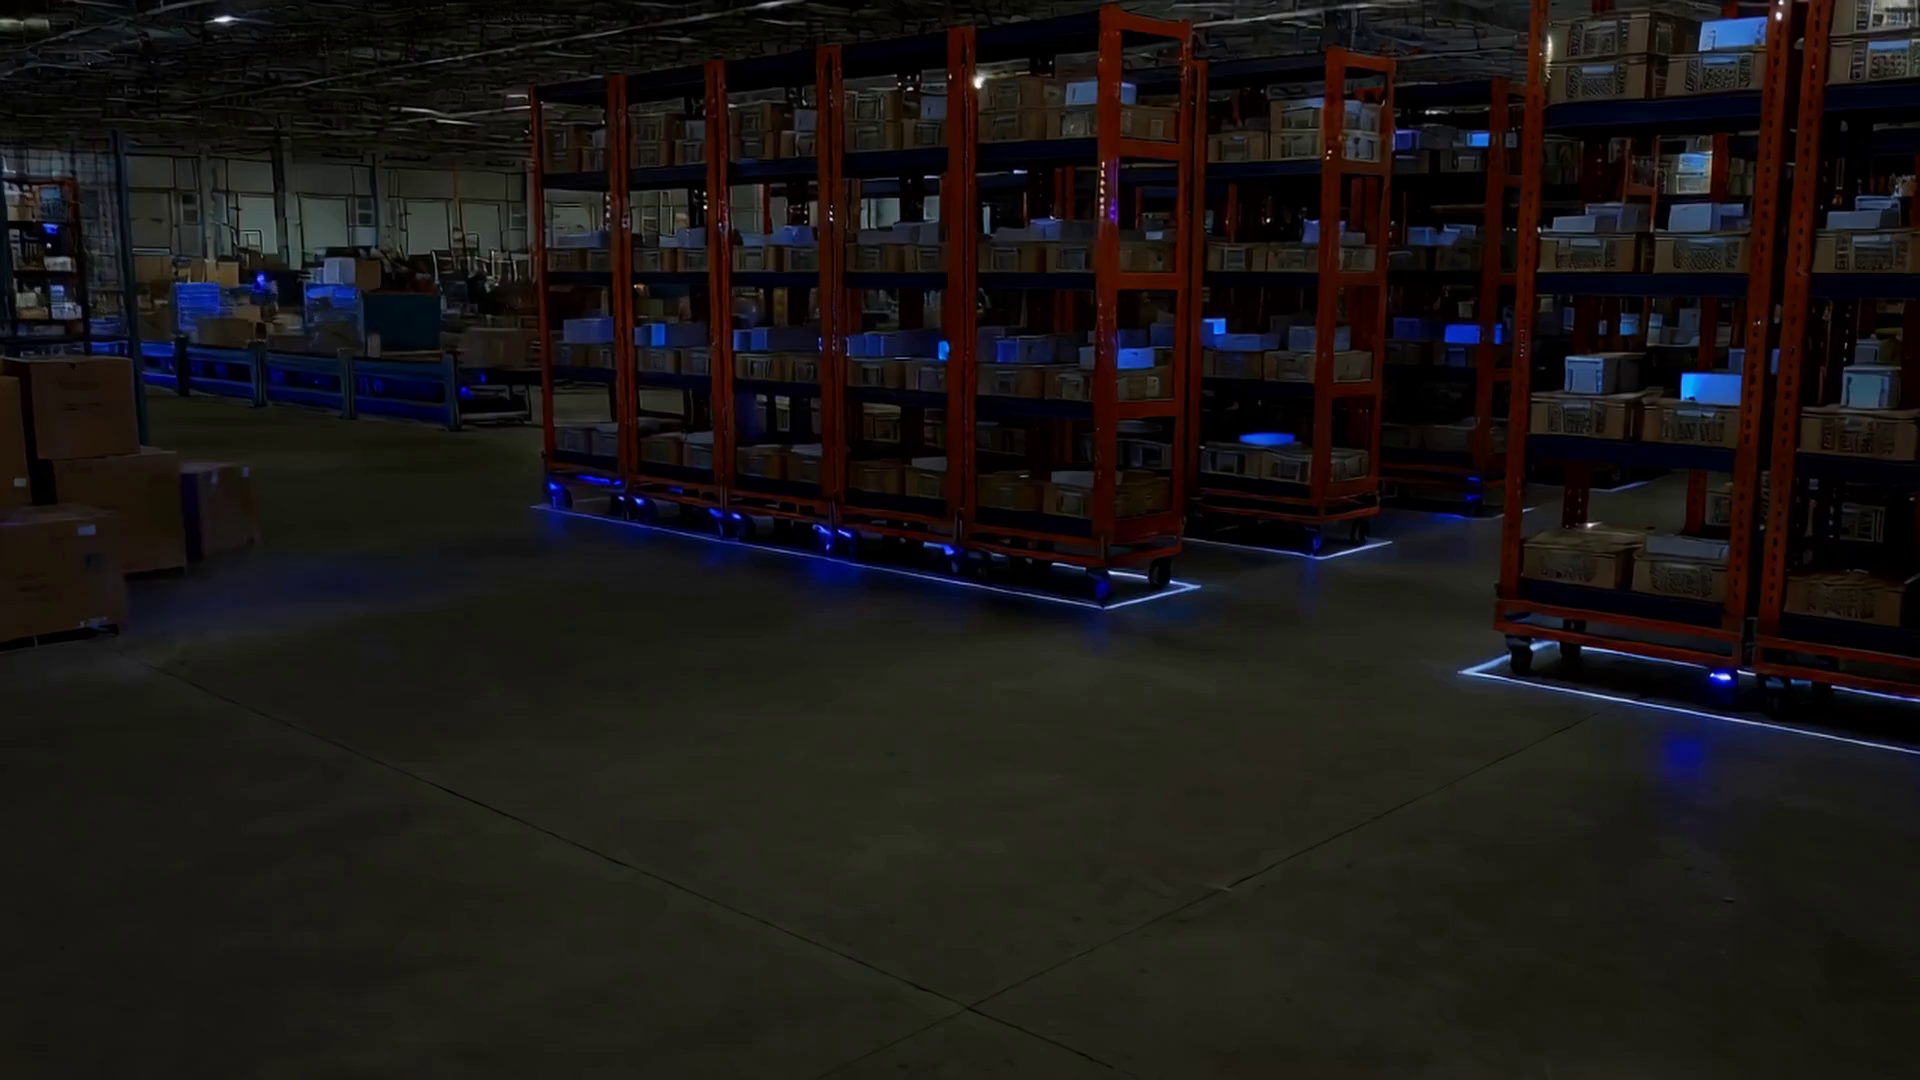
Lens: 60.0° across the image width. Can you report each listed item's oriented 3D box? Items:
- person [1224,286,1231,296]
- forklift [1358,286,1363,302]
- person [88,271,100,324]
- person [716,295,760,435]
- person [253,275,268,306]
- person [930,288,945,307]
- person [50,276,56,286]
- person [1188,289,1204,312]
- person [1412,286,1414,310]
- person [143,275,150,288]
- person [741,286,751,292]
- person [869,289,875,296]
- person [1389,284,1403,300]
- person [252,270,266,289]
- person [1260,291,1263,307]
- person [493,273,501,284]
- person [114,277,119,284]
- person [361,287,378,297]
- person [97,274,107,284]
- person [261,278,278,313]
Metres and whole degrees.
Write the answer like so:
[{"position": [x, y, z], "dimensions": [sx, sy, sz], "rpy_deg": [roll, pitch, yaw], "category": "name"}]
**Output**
[{"position": [8.542, -7.704, 54.234], "dimensions": [0.679, 1.877, 0.527], "rpy_deg": [6, 11, 33], "category": "person"}, {"position": [11.100, -7.017, 46.970], "dimensions": [1.873, 2.768, 1.129], "rpy_deg": [9, 13, 43], "category": "forklift"}, {"position": [-29.667, -8.215, 56.988], "dimensions": [0.614, 2.011, 0.511], "rpy_deg": [8, 13, 42], "category": "person"}, {"position": [-2.287, -1.483, 16.316], "dimensions": [0.621, 1.801, 0.821], "rpy_deg": [8, 12, 40], "category": "person"}, {"position": [-22.819, -7.713, 54.357], "dimensions": [0.591, 1.850, 0.900], "rpy_deg": [-8, 12, -40], "category": "person"}, {"position": [-0.737, -8.055, 57.107], "dimensions": [0.542, 1.648, 0.889], "rpy_deg": [-9, 13, -43], "category": "person"}, {"position": [-44.525, -12.191, 81.607], "dimensions": [0.367, 1.927, 0.587], "rpy_deg": [-9, 13, -43], "category": "person"}, {"position": [3.601, -3.207, 26.592], "dimensions": [0.405, 1.905, 0.650], "rpy_deg": [-5, 10, -27], "category": "person"}, {"position": [6.580, -2.824, 23.976], "dimensions": [0.422, 1.983, 0.646], "rpy_deg": [3, 10, 18], "category": "person"}, {"position": [-39.870, -12.109, 81.635], "dimensions": [0.542, 1.750, 0.374], "rpy_deg": [7, 12, 37], "category": "person"}, {"position": [-9.818, -11.281, 76.048], "dimensions": [0.565, 1.925, 0.652], "rpy_deg": [7, 12, 38], "category": "person"}, {"position": [-3.754, -10.563, 71.605], "dimensions": [0.674, 1.943, 0.662], "rpy_deg": [1, 9, 8], "category": "person"}, {"position": [11.789, -6.121, 44.763], "dimensions": [0.789, 1.813, 0.609], "rpy_deg": [7, 12, 38], "category": "person"}, {"position": [-24.164, -8.359, 57.764], "dimensions": [0.536, 2.000, 0.683], "rpy_deg": [4, 10, 25], "category": "person"}, {"position": [9.933, -7.810, 55.696], "dimensions": [0.508, 1.607, 0.737], "rpy_deg": [7, 12, 36], "category": "person"}, {"position": [-26.554, -14.449, 95.591], "dimensions": [0.574, 1.881, 0.358], "rpy_deg": [-6, 11, -31], "category": "person"}, {"position": [-38.921, -11.274, 76.747], "dimensions": [0.537, 1.685, 0.567], "rpy_deg": [3, 10, 17], "category": "person"}, {"position": [-19.159, -7.684, 54.124], "dimensions": [0.552, 1.885, 1.010], "rpy_deg": [1, 9, 7], "category": "person"}, {"position": [-36.815, -10.493, 71.471], "dimensions": [0.430, 1.841, 0.624], "rpy_deg": [1, 9, 5], "category": "person"}, {"position": [-16.236, -5.271, 39.441], "dimensions": [0.556, 1.840, 0.788], "rpy_deg": [5, 10, 26], "category": "person"}]
